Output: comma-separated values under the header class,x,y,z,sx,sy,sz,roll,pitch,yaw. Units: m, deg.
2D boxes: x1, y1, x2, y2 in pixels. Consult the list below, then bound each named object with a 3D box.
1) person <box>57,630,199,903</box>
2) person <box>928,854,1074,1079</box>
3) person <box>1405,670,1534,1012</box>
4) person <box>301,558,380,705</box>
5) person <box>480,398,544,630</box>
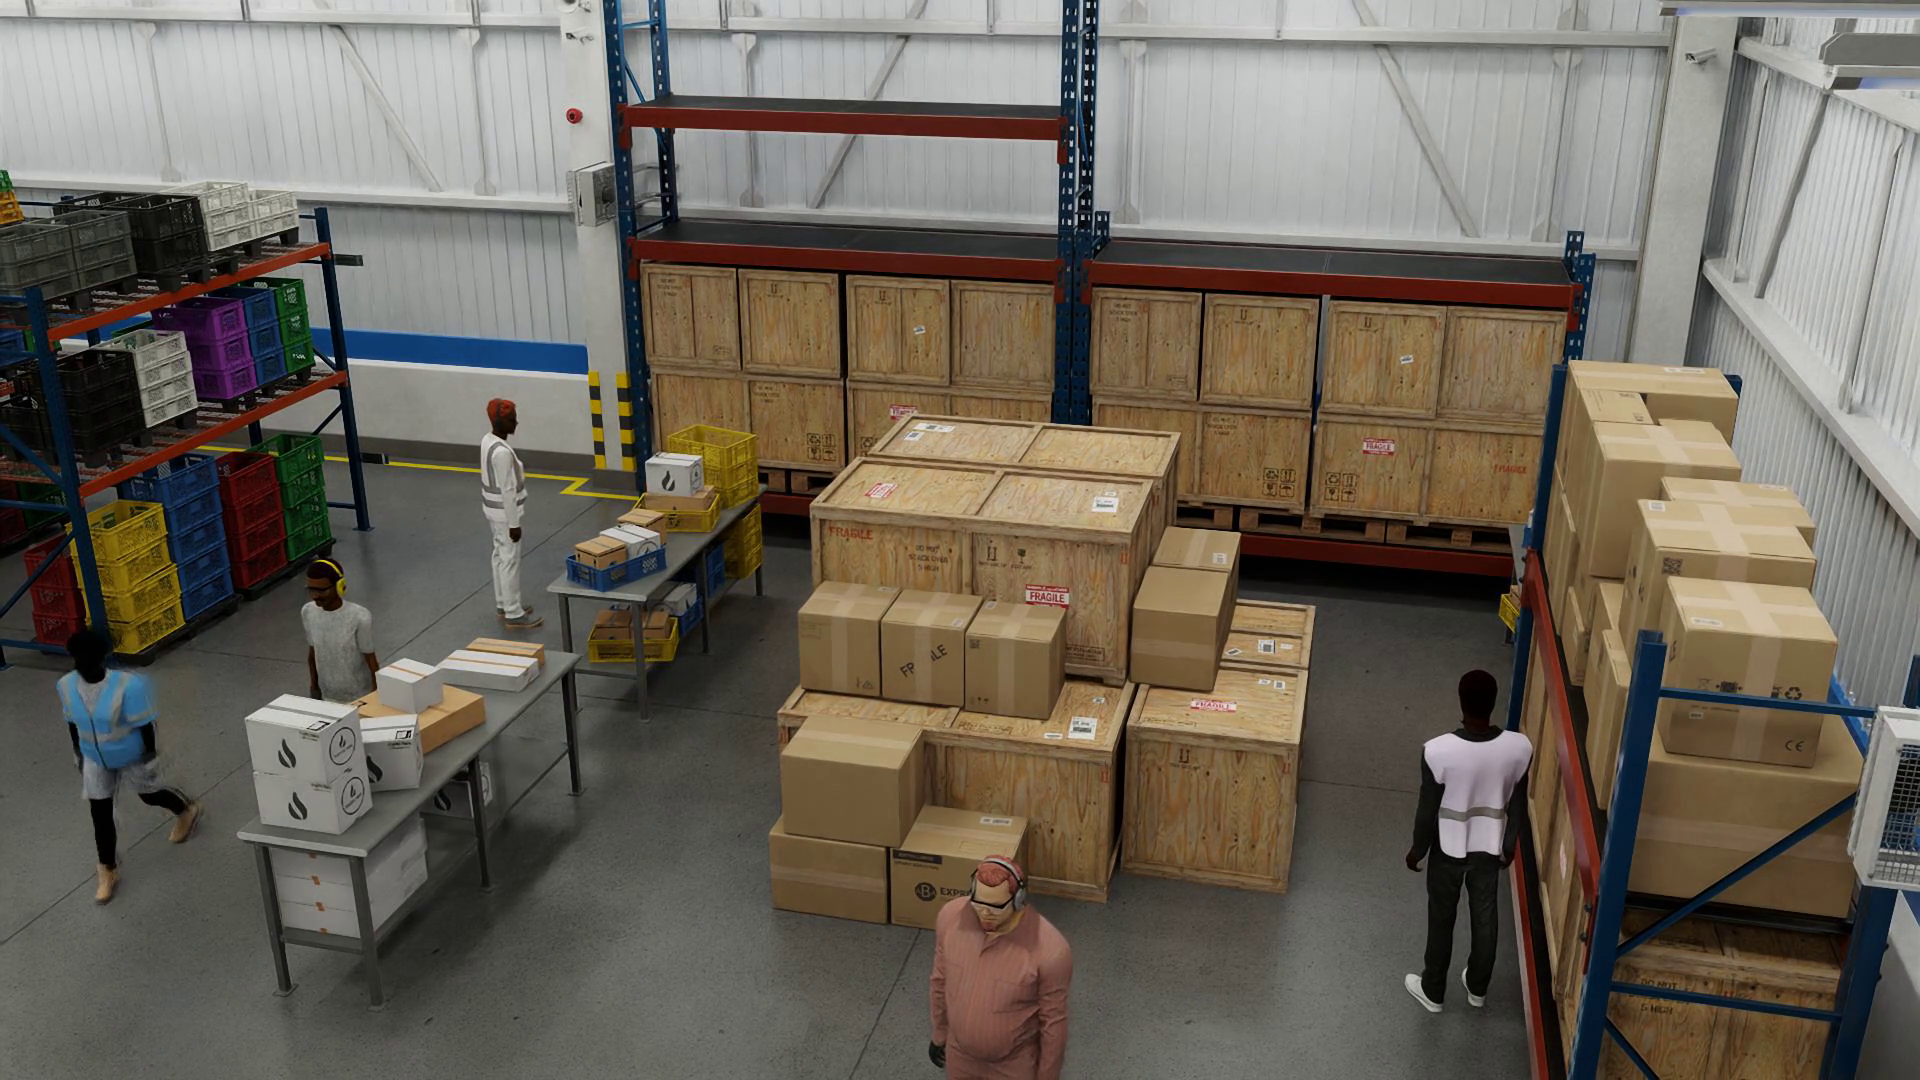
class,x,y,z,sx,sy,sz,roll,pitch,yaw
person,-4.973,1.225,9.876,0.563,1.658,0.826,1,21,3
person,0.140,2.172,7.065,0.645,1.900,0.402,12,24,28
person,2.616,1.575,8.606,0.587,1.914,0.390,-2,21,-6
person,-3.787,0.972,10.257,0.516,1.861,0.316,6,22,16
person,-3.633,-0.216,13.331,0.354,1.883,0.576,-10,23,-24
